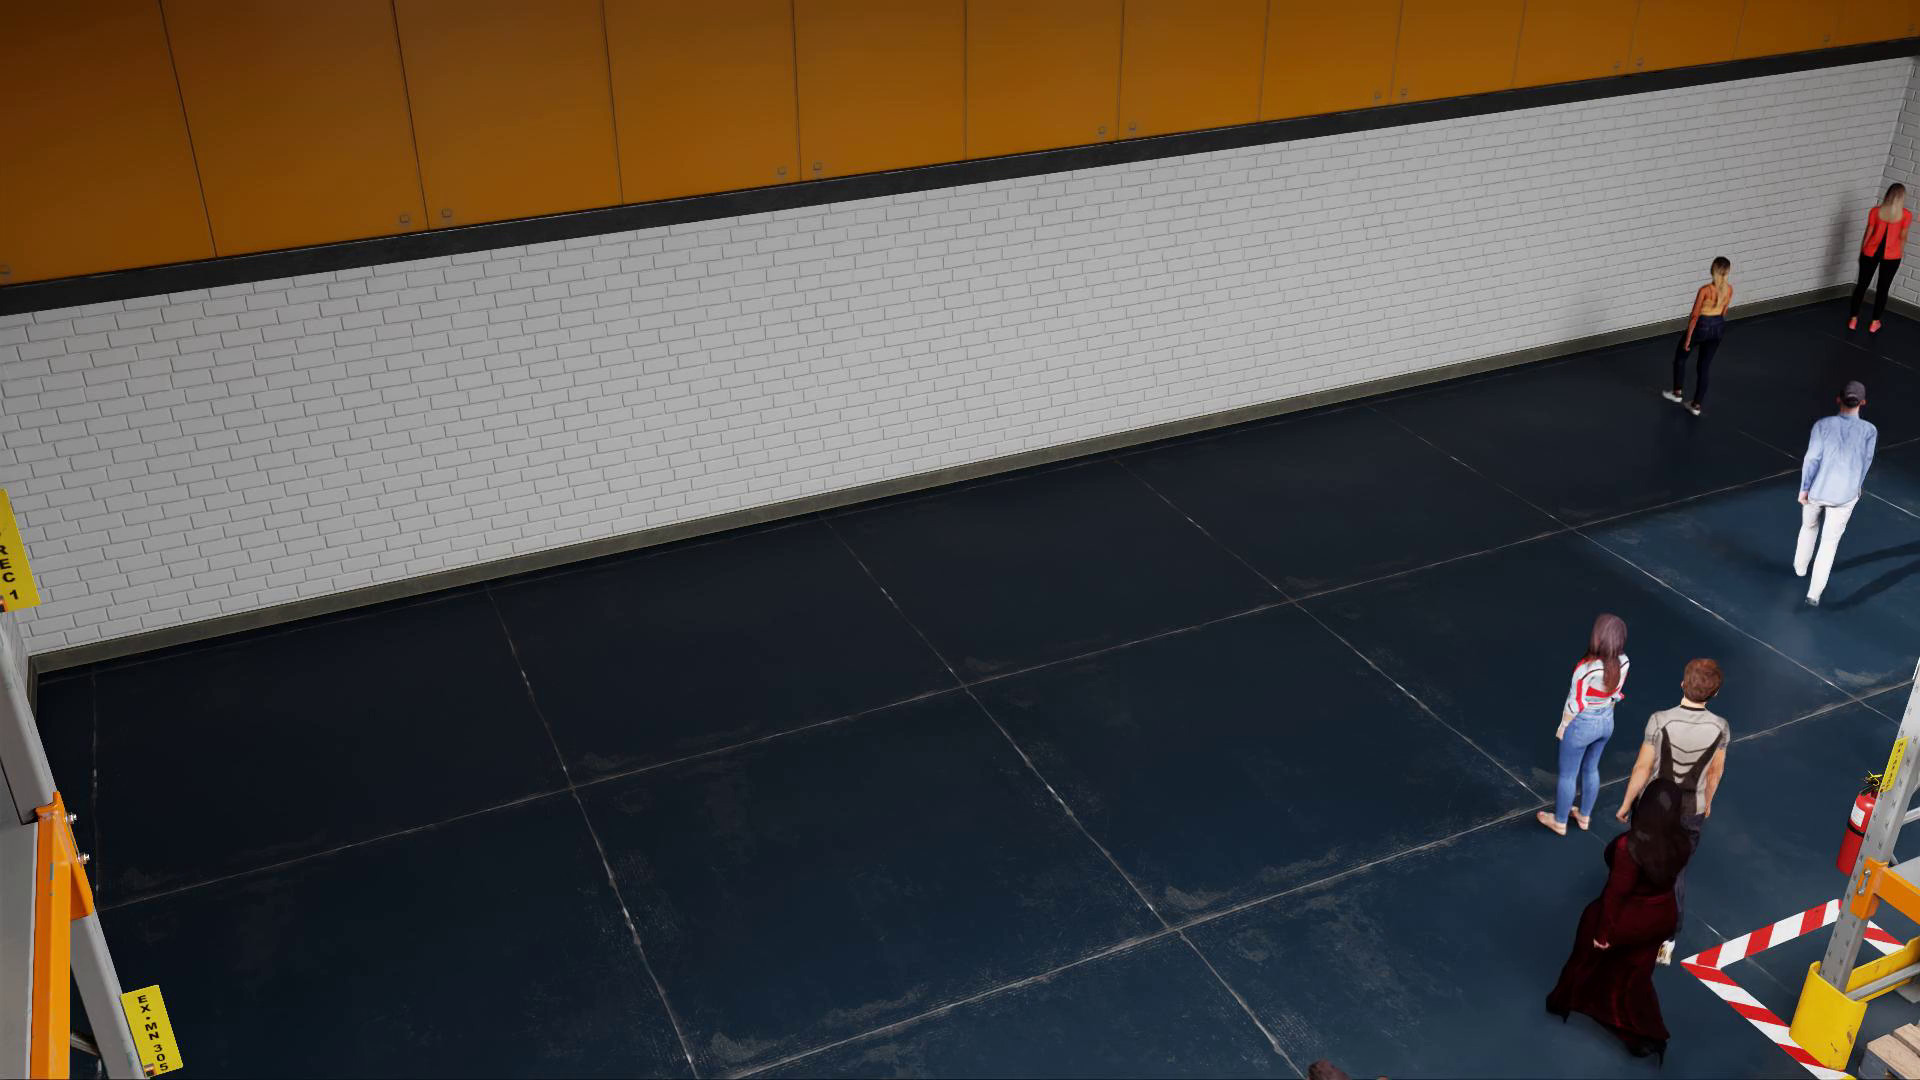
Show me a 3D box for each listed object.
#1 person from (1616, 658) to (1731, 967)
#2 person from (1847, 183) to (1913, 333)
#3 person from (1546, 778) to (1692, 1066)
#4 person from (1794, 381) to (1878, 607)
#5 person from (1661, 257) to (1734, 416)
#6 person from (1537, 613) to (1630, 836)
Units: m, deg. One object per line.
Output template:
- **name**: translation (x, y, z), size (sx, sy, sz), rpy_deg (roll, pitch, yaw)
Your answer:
- **person**: translation (4.190, 1.625, 9.761), size (1.218, 1.850, 1.321), rpy_deg (6, 29, 11)
- **person**: translation (10.376, -3.187, 18.744), size (0.637, 1.695, 0.738), rpy_deg (19, 34, 31)
- **person**: translation (3.709, 2.119, 9.006), size (0.722, 1.706, 0.927), rpy_deg (-15, 32, -25)
- **person**: translation (7.020, -0.356, 13.383), size (1.178, 1.860, 1.124), rpy_deg (16, 32, 27)
- **person**: translation (7.518, -2.016, 16.684), size (0.686, 1.612, 0.797), rpy_deg (-5, 29, -10)
- **person**: translation (4.087, 1.199, 10.790), size (0.584, 1.611, 0.486), rpy_deg (-13, 31, -22)
